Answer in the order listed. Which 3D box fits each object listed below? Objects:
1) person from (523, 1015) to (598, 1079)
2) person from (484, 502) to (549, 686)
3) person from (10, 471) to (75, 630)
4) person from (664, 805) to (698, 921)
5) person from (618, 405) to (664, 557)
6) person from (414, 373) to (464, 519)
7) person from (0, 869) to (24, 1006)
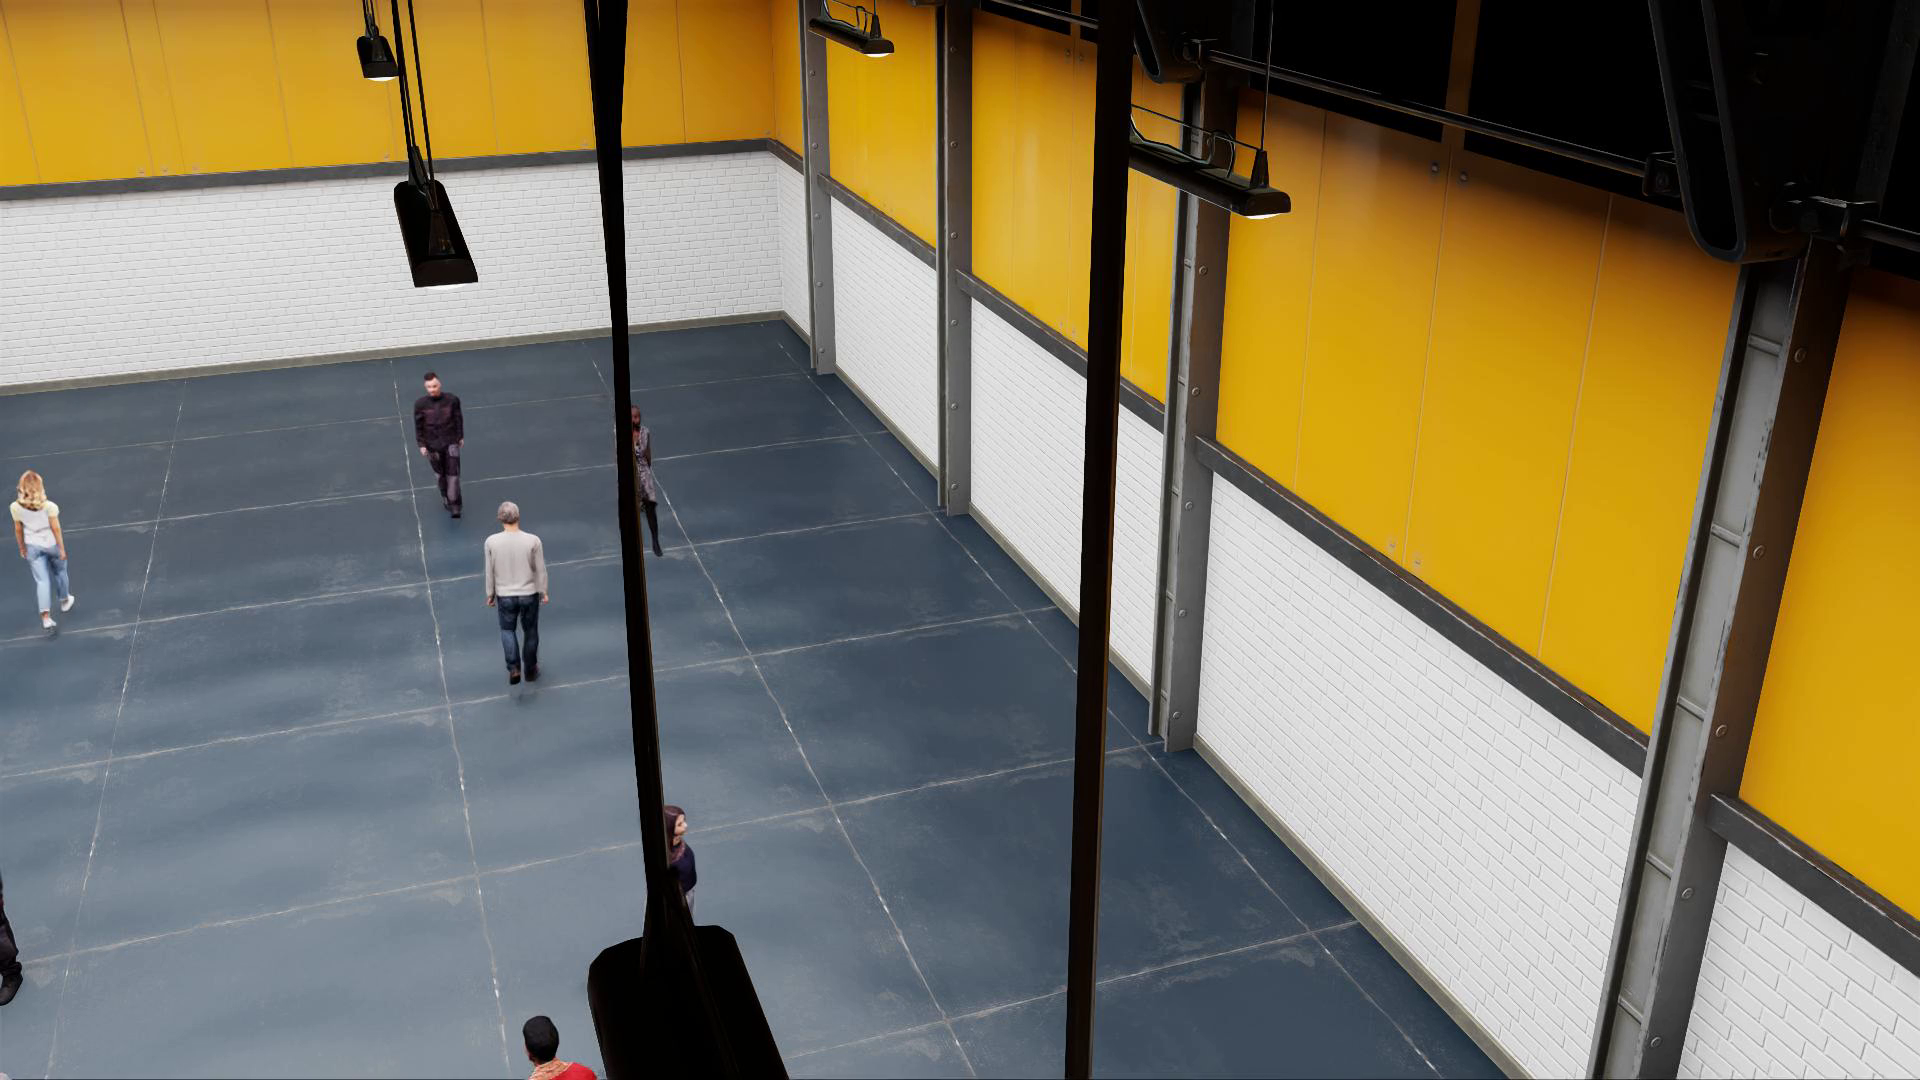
[{"bbox_3d":[-2.173,3.598,9.340,0.983,1.810,1.342,-18,29,-35],"label":"person"},{"bbox_3d":[-4.310,0.580,16.151,0.864,1.885,0.980,-3,24,-7],"label":"person"},{"bbox_3d":[-9.621,0.139,17.409,0.725,1.685,1.153,-5,24,-12],"label":"person"},{"bbox_3d":[-2.007,2.596,11.886,0.730,1.607,0.594,2,24,4],"label":"person"},{"bbox_3d":[-3.814,-0.711,19.289,0.790,1.738,1.220,-15,28,-31],"label":"person"},{"bbox_3d":[-6.346,-1.200,20.335,0.767,1.795,1.198,-7,24,-15],"label":"person"},{"bbox_3d":[-7.107,2.458,11.930,0.800,1.825,0.790,3,24,8],"label":"person"}]
